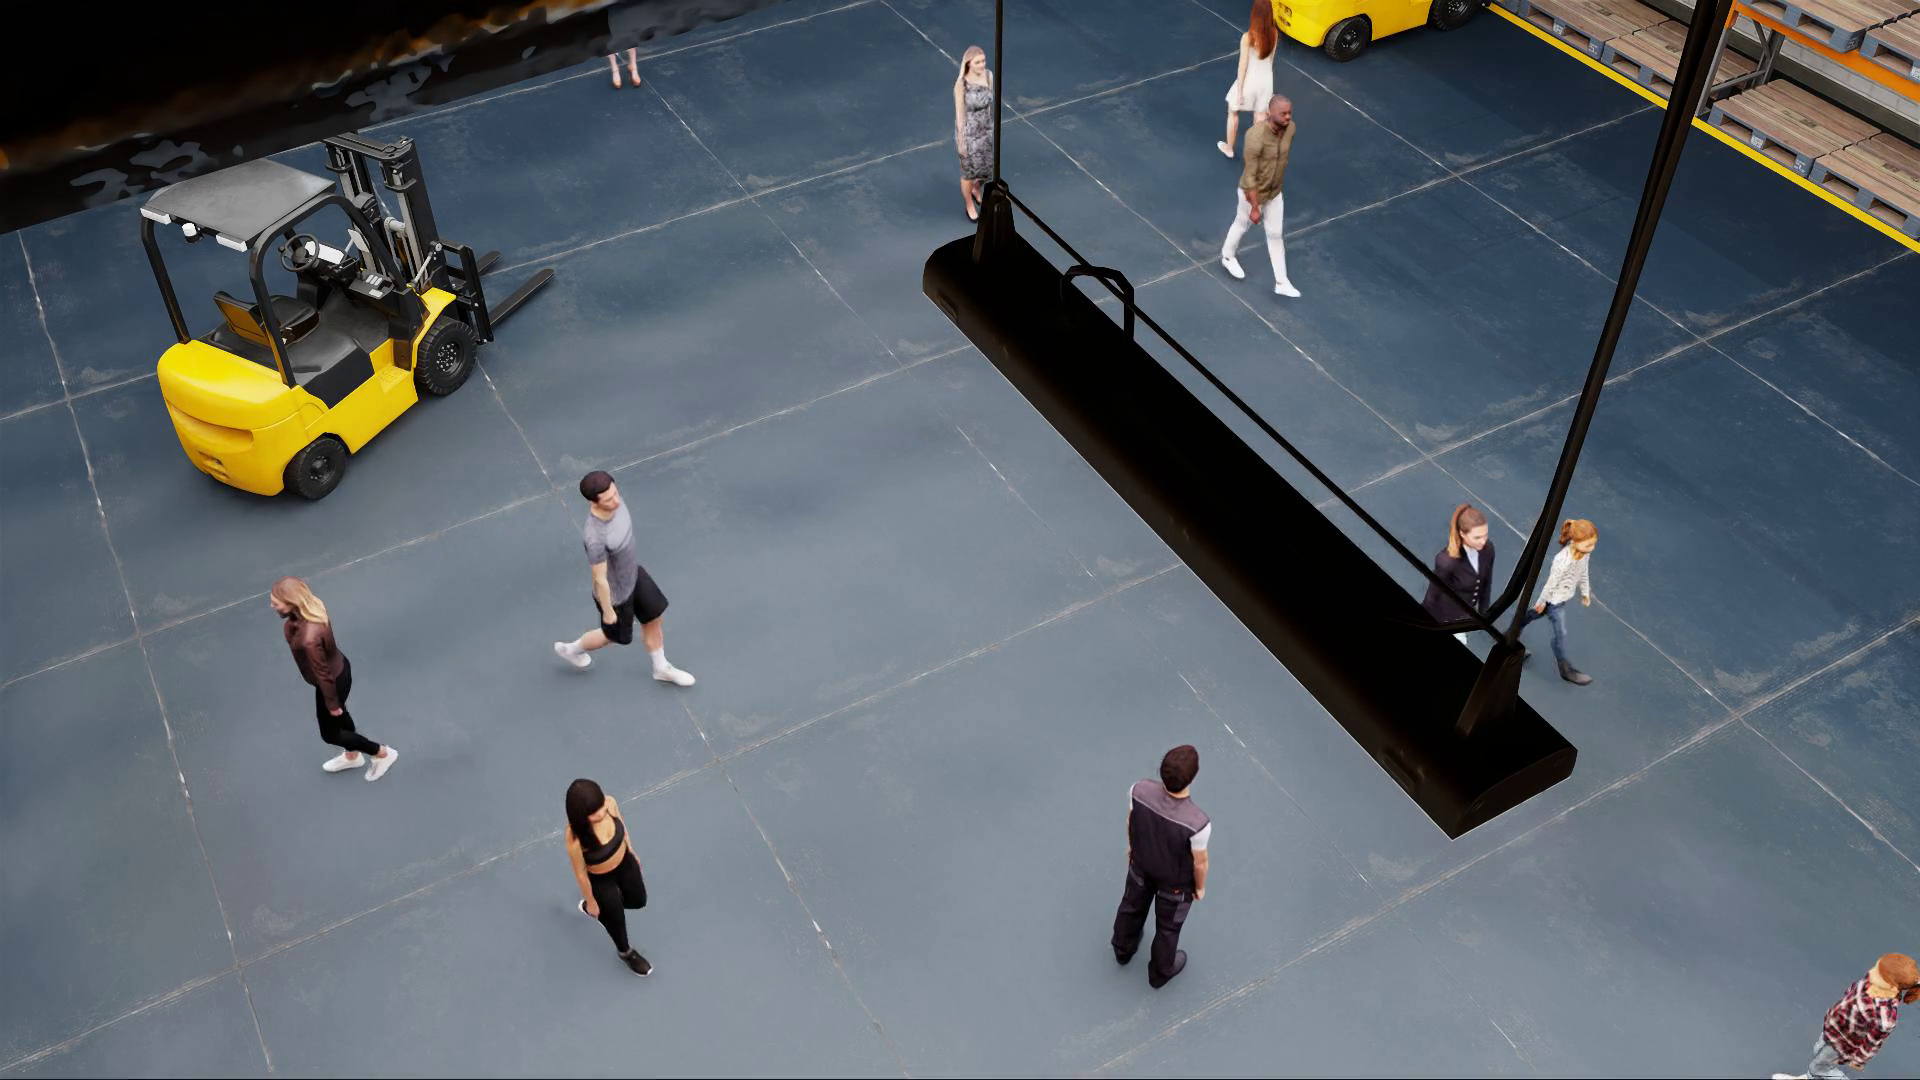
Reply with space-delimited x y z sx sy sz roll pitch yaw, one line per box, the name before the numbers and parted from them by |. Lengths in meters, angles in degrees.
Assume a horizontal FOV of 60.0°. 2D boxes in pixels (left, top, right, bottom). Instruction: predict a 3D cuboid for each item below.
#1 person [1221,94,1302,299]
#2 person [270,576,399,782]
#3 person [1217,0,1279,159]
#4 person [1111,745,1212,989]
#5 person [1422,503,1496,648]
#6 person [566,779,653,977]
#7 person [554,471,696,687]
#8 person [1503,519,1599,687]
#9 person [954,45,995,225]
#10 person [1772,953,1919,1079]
person | 2.456 -2.933 13.918 0.740 1.787 1.108 -23 48 -22
person | -3.752 0.827 10.038 0.767 1.695 0.701 -13 45 -13
person | 2.736 -4.104 15.221 0.698 1.685 0.926 -10 44 -10
person | 1.087 1.759 8.950 0.648 1.846 0.784 28 50 26
person | 3.028 0.410 10.491 0.574 1.674 1.231 -23 48 -22
person | -1.982 1.784 9.080 0.864 1.631 0.756 23 48 22
person | -2.264 0.268 10.526 1.208 1.832 1.159 9 44 9
person | 3.829 0.328 10.857 0.939 1.287 0.654 33 52 29
person | 0.071 -3.605 14.694 0.573 1.690 0.621 -24 49 -23
person | 4.633 2.535 8.535 0.784 1.296 0.717 13 45 13
